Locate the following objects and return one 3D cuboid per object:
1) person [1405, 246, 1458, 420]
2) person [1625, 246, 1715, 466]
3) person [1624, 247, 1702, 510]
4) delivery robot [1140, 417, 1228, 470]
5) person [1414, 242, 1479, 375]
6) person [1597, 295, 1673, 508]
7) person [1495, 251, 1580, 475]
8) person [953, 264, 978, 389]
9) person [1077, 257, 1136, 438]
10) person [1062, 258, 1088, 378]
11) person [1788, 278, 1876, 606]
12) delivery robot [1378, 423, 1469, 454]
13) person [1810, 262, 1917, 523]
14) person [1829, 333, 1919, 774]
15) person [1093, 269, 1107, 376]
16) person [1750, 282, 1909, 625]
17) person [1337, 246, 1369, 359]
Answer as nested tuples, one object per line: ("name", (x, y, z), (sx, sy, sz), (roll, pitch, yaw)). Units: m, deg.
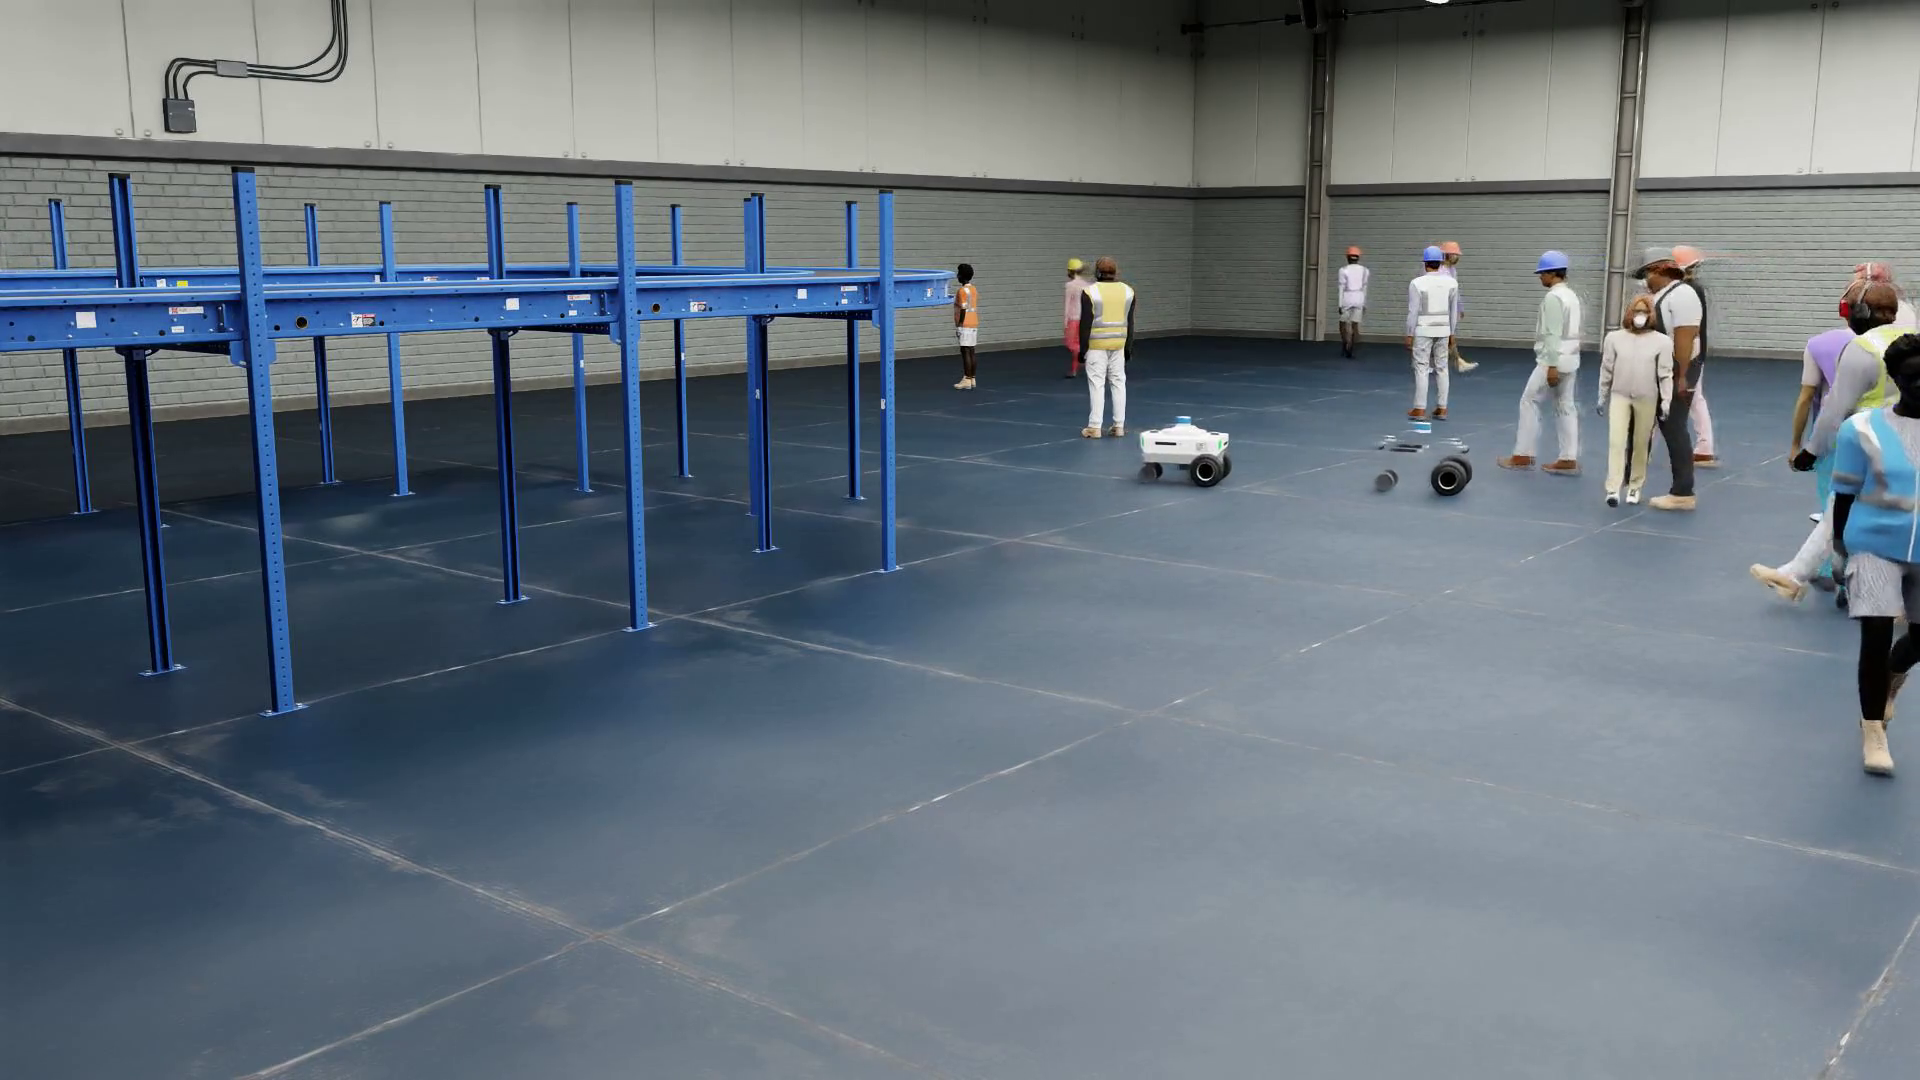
("person", (5.314, -2.336, 18.798), (0.616, 1.945, 0.404), (-3, 11, -14))
("person", (6.401, -1.653, 14.998), (0.950, 1.952, 0.625), (8, 13, 39))
("person", (5.373, -1.270, 12.754), (0.550, 2.000, 0.741), (-2, 10, -9))
("delivery robot", (1.882, -0.795, 13.977), (0.707, 0.478, 0.477), (3, 11, 18))
("person", (7.398, -3.513, 25.234), (1.095, 1.978, 0.645), (8, 13, 37))
("person", (5.081, -1.035, 12.536), (0.524, 1.590, 0.833), (5, 11, 26))
("person", (5.053, -1.538, 14.464), (0.808, 1.913, 0.630), (8, 13, 37))
("person", (0.074, -2.917, 22.710), (0.315, 1.696, 0.541), (3, 11, 17))
("person", (1.488, -1.983, 17.138), (0.635, 1.842, 0.429), (-5, 11, -24))
("person", (1.725, -3.233, 24.318), (0.595, 1.753, 0.535), (9, 14, 41))
("person", (5.008, -0.560, 9.352), (0.580, 1.808, 0.920), (1, 10, 7))
("delivery robot", (3.767, -0.837, 13.495), (0.698, 0.223, 0.335), (4, 11, 23))
("person", (6.494, -1.011, 11.718), (0.678, 1.862, 0.679), (-6, 12, -29))
("person", (3.645, 0.024, 6.467), (0.536, 1.672, 0.677), (3, 11, 17))
("person", (2.053, -3.259, 24.840), (0.534, 1.605, 0.768), (-9, 14, -42))
("person", (4.796, -0.478, 8.947), (0.616, 1.779, 0.975), (-9, 14, -41))
("person", (6.717, -4.077, 28.542), (0.539, 1.912, 0.430), (-1, 10, -5))
